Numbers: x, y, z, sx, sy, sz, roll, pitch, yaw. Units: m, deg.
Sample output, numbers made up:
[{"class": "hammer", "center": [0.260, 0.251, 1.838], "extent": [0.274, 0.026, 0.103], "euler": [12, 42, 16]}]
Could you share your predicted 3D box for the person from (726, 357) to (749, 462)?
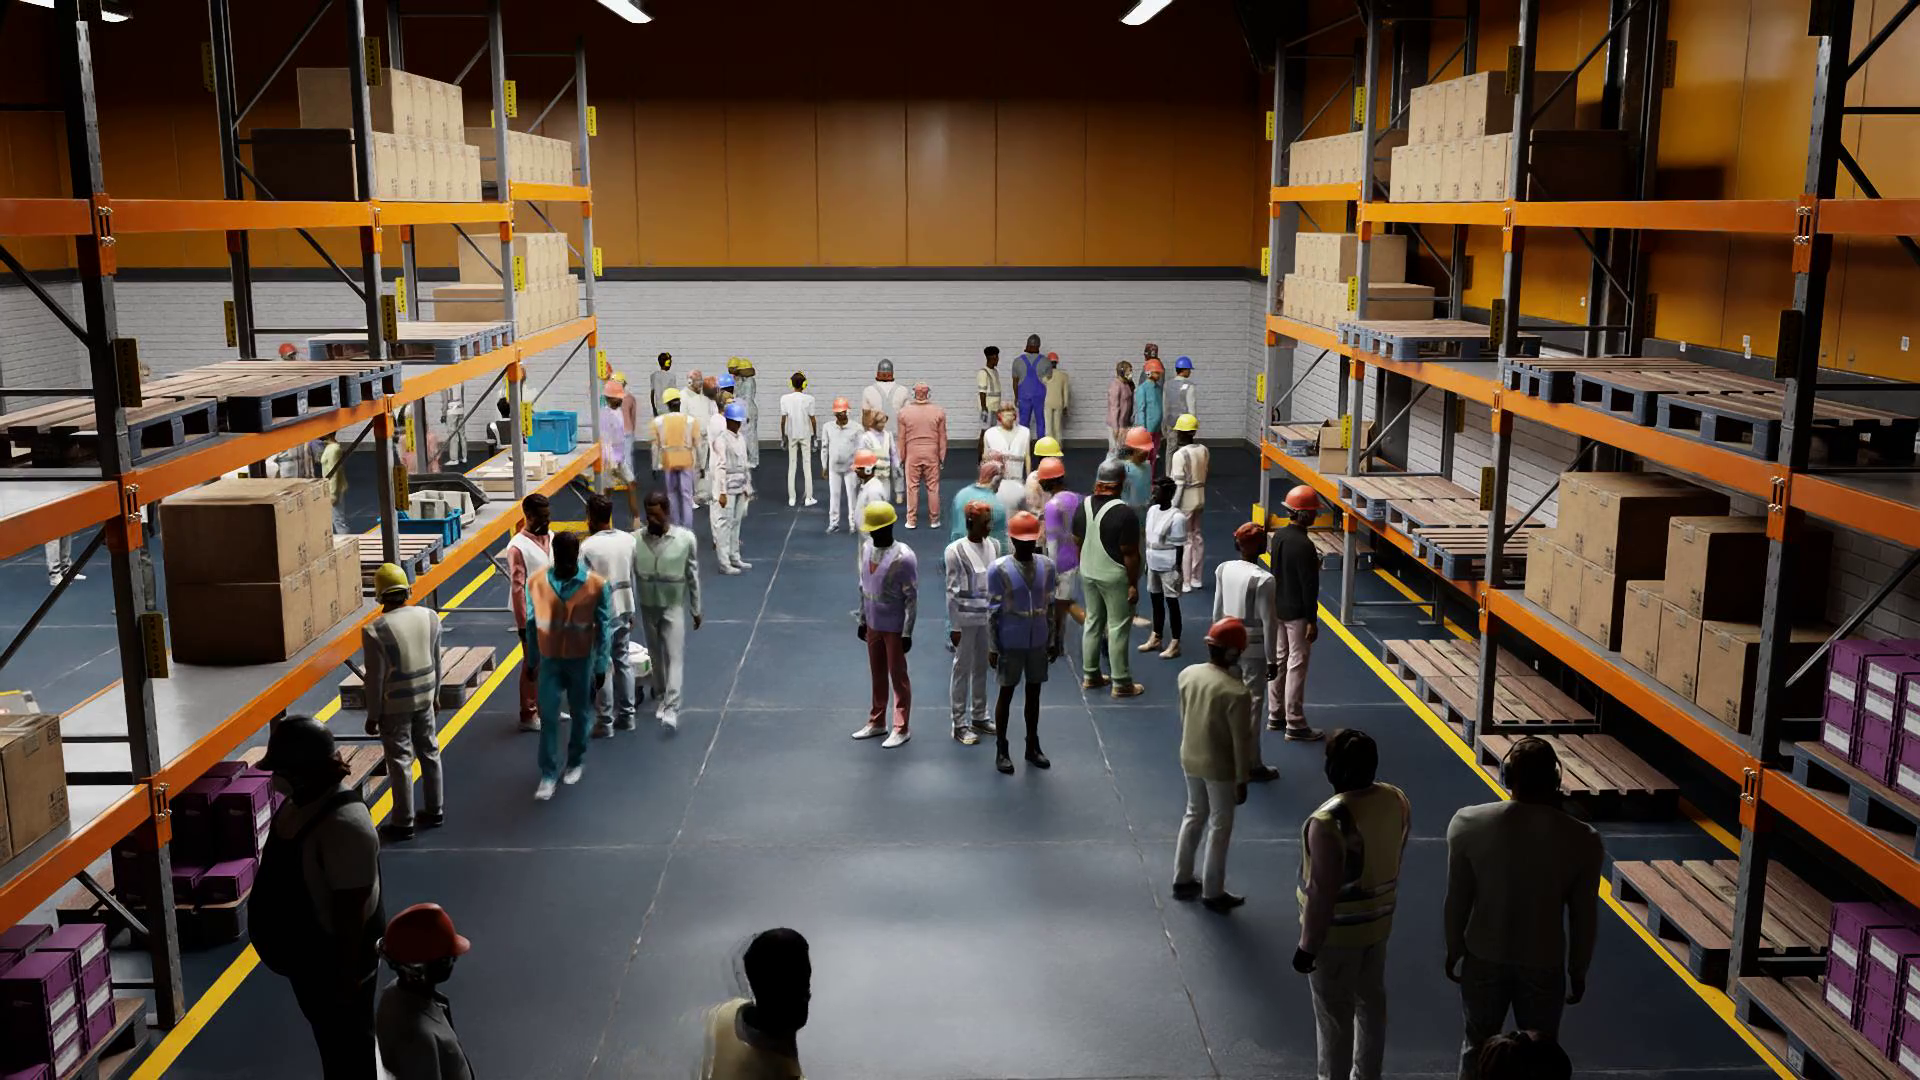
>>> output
[{"class": "person", "center": [-3.608, -2.087, 26.882], "extent": [0.320, 1.737, 0.487], "euler": [-5, 12, -22]}]

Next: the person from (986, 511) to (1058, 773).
[{"class": "person", "center": [0.467, 0.740, 12.180], "extent": [0.552, 1.935, 0.360], "euler": [-5, 12, -22]}]

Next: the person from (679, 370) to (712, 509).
[{"class": "person", "center": [-3.644, -1.400, 22.988], "extent": [0.409, 1.910, 0.640], "euler": [6, 13, 27]}]

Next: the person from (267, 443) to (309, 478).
[{"class": "person", "center": [-7.956, -0.770, 19.780], "extent": [0.384, 1.924, 0.594], "euler": [4, 12, 21]}]

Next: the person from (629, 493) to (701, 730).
[{"class": "person", "center": [-2.391, 0.577, 13.136], "extent": [0.612, 1.874, 0.965], "euler": [1, 11, 3]}]

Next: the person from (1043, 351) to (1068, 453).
[{"class": "person", "center": [1.531, -2.268, 27.759], "extent": [0.567, 1.758, 0.364], "euler": [-4, 12, -17]}]

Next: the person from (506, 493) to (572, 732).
[{"class": "person", "center": [-3.356, 0.567, 13.137], "extent": [0.393, 1.906, 0.598], "euler": [3, 12, 14]}]

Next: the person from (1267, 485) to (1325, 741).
[{"class": "person", "center": [2.618, 0.560, 12.938], "extent": [0.382, 1.995, 0.612], "euler": [-3, 12, -17]}]

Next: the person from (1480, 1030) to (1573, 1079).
[{"class": "person", "center": [1.565, 2.265, 4.774], "extent": [0.429, 1.842, 0.634], "euler": [-2, 12, -11]}]

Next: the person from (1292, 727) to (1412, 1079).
[{"class": "person", "center": [1.716, 1.732, 7.449], "extent": [0.620, 1.845, 0.429], "euler": [-9, 15, -39]}]

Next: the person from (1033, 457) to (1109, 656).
[{"class": "person", "center": [1.036, 0.183, 15.108], "extent": [0.823, 1.896, 0.588], "euler": [5, 12, 22]}]

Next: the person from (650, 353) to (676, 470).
[{"class": "person", "center": [-4.637, -2.024, 26.228], "extent": [0.521, 1.865, 0.328], "euler": [5, 12, 25]}]

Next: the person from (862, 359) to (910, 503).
[{"class": "person", "center": [-1.047, -1.525, 23.276], "extent": [0.689, 2.000, 0.538], "euler": [-2, 11, -10]}]

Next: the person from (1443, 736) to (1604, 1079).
[{"class": "person", "center": [2.359, 1.770, 7.051], "extent": [0.622, 1.932, 0.368], "euler": [4, 12, 18]}]

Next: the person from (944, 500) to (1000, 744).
[{"class": "person", "center": [0.121, 0.624, 12.902], "extent": [0.355, 1.883, 0.576], "euler": [10, 15, 41]}]

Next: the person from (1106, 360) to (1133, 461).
[{"class": "person", "center": [2.315, -1.641, 24.146], "extent": [0.370, 1.932, 0.628], "euler": [4, 12, 21]}]

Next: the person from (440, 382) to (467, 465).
[{"class": "person", "center": [-8.154, -2.017, 26.760], "extent": [0.310, 1.639, 0.514], "euler": [5, 12, 22]}]

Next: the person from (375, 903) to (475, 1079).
[{"class": "person", "center": [-1.844, 2.100, 5.823], "extent": [0.330, 1.751, 0.563], "euler": [-6, 13, -26]}]

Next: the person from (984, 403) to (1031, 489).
[{"class": "person", "center": [0.565, -0.735, 19.836], "extent": [0.593, 1.832, 0.525], "euler": [-2, 11, -9]}]

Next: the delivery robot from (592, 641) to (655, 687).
[{"class": "delivery robot", "center": [-2.833, 1.027, 13.988], "extent": [0.707, 0.478, 0.477], "euler": [4, 12, 21]}]

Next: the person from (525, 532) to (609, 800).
[{"class": "person", "center": [-2.767, 0.876, 11.643], "extent": [0.612, 1.875, 0.913], "euler": [-1, 11, -4]}]

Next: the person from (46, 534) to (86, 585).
[{"class": "person", "center": [-9.883, -0.376, 18.271], "extent": [0.305, 1.741, 0.494], "euler": [0, 11, 0]}]

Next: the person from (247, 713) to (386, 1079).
[{"class": "person", "center": [-2.743, 1.703, 7.090], "extent": [0.535, 2.000, 0.683], "euler": [-9, 15, -39]}]

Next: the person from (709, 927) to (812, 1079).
[{"class": "person", "center": [-0.548, 2.138, 5.252], "extent": [0.691, 1.894, 0.627], "euler": [-3, 12, -16]}]

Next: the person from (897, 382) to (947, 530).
[{"class": "person", "center": [-0.490, -1.081, 21.391], "extent": [0.642, 1.908, 0.407], "euler": [-1, 11, -5]}]

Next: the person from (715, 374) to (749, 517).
[{"class": "person", "center": [-3.035, -1.231, 22.048], "extent": [0.402, 1.944, 0.605], "euler": [6, 13, 30]}]

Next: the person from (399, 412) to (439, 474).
[{"class": "person", "center": [-6.751, -0.824, 20.871], "extent": [0.505, 1.607, 0.776], "euler": [0, 11, -1]}]

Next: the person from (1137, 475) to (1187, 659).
[{"class": "person", "center": [1.880, 0.248, 15.264], "extent": [0.318, 1.691, 0.577], "euler": [-6, 13, -29]}]

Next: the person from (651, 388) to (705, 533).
[{"class": "person", "center": [-3.513, -0.945, 20.742], "extent": [0.669, 1.884, 0.568], "euler": [-1, 11, -5]}]

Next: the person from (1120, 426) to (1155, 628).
[{"class": "person", "center": [1.674, -0.134, 16.344], "extent": [0.586, 2.024, 0.631], "euler": [9, 14, 37]}]

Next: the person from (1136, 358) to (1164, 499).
[{"class": "person", "center": [2.715, -1.589, 23.712], "extent": [0.376, 1.997, 0.612], "euler": [7, 13, 32]}]
